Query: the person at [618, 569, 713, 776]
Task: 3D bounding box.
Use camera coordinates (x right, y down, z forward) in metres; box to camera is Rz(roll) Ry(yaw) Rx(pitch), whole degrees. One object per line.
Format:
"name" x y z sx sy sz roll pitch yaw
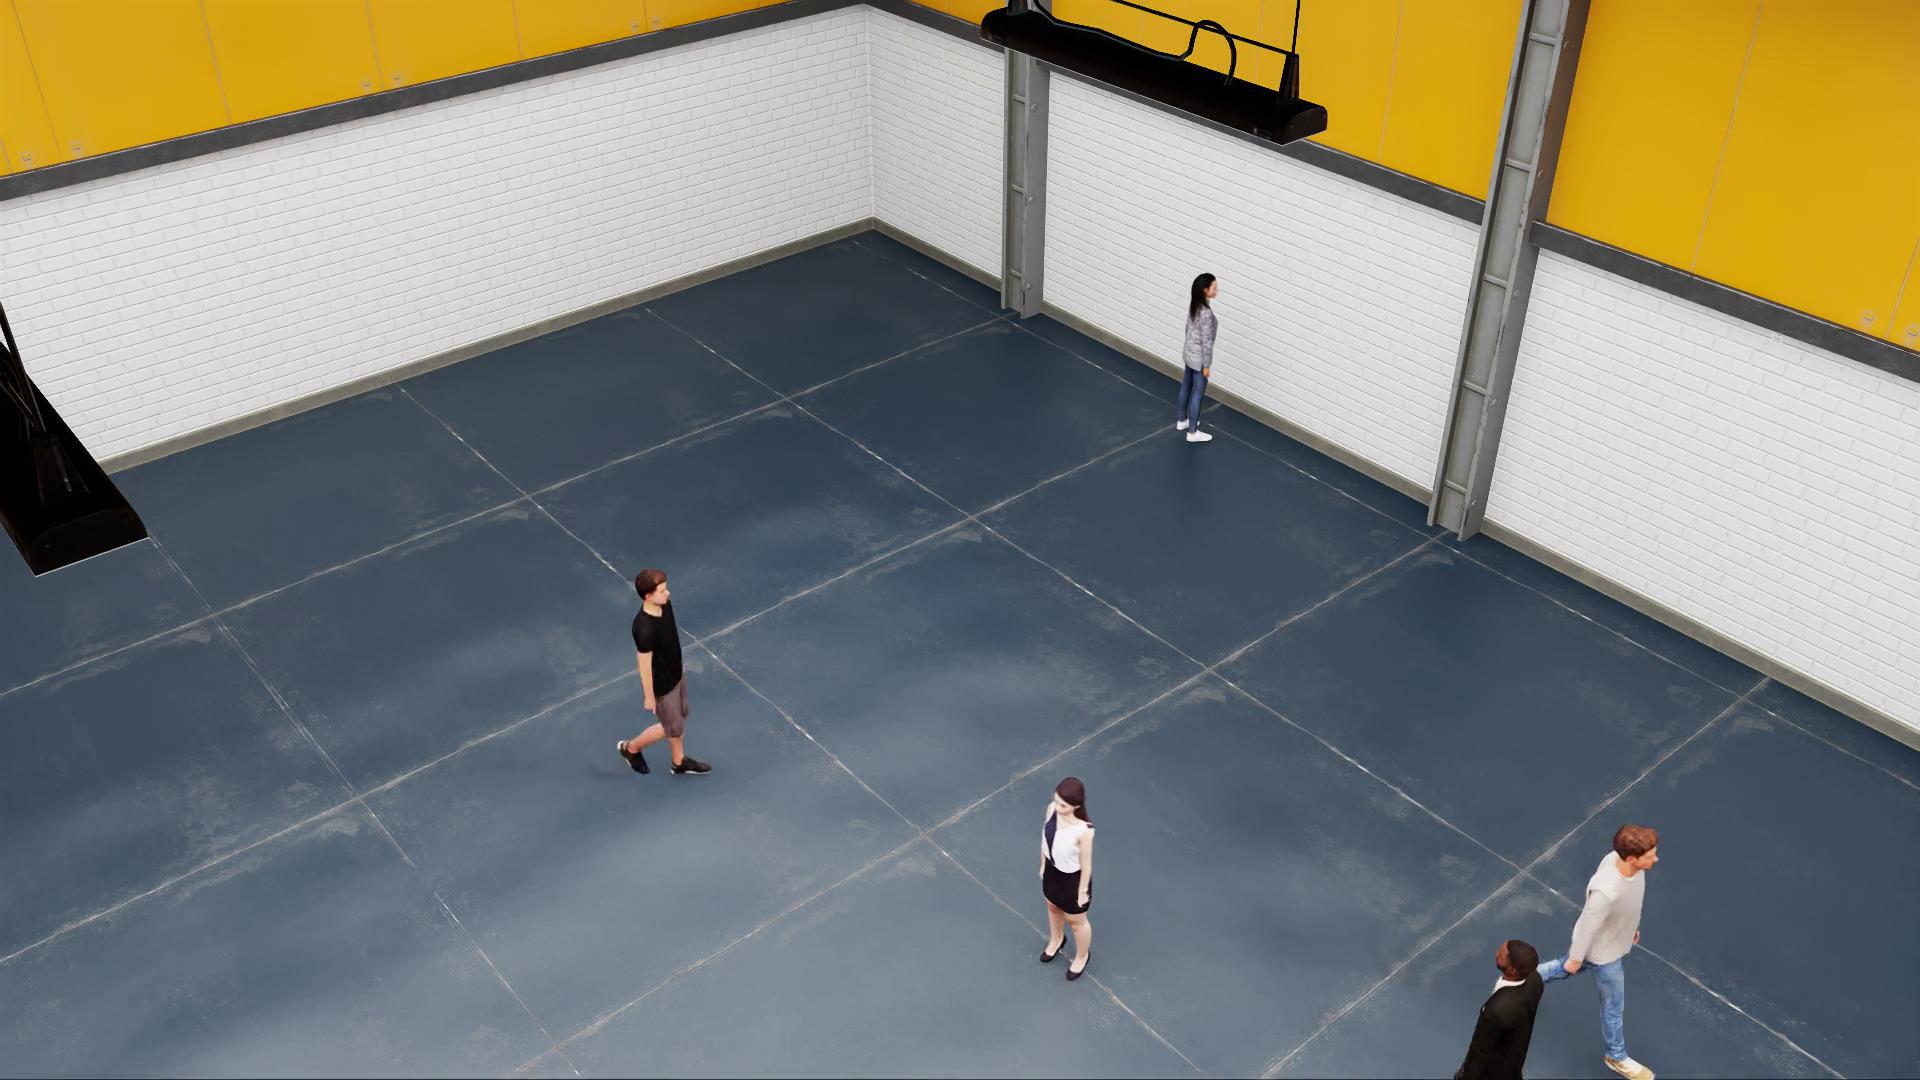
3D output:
"person" -2.223 0.984 12.052 1.038 1.848 0.973 4 34 5

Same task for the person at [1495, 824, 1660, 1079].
"person" 3.742 2.375 9.948 1.327 1.860 0.906 21 39 28

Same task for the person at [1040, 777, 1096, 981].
"person" 0.682 2.129 10.510 0.605 1.647 0.463 -26 42 -34

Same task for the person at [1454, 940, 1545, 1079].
"person" 3.029 2.946 9.170 1.182 1.770 0.814 24 41 32

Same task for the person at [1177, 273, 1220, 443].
"person" 2.339 -1.815 16.367 0.742 1.731 0.609 -8 34 -12
